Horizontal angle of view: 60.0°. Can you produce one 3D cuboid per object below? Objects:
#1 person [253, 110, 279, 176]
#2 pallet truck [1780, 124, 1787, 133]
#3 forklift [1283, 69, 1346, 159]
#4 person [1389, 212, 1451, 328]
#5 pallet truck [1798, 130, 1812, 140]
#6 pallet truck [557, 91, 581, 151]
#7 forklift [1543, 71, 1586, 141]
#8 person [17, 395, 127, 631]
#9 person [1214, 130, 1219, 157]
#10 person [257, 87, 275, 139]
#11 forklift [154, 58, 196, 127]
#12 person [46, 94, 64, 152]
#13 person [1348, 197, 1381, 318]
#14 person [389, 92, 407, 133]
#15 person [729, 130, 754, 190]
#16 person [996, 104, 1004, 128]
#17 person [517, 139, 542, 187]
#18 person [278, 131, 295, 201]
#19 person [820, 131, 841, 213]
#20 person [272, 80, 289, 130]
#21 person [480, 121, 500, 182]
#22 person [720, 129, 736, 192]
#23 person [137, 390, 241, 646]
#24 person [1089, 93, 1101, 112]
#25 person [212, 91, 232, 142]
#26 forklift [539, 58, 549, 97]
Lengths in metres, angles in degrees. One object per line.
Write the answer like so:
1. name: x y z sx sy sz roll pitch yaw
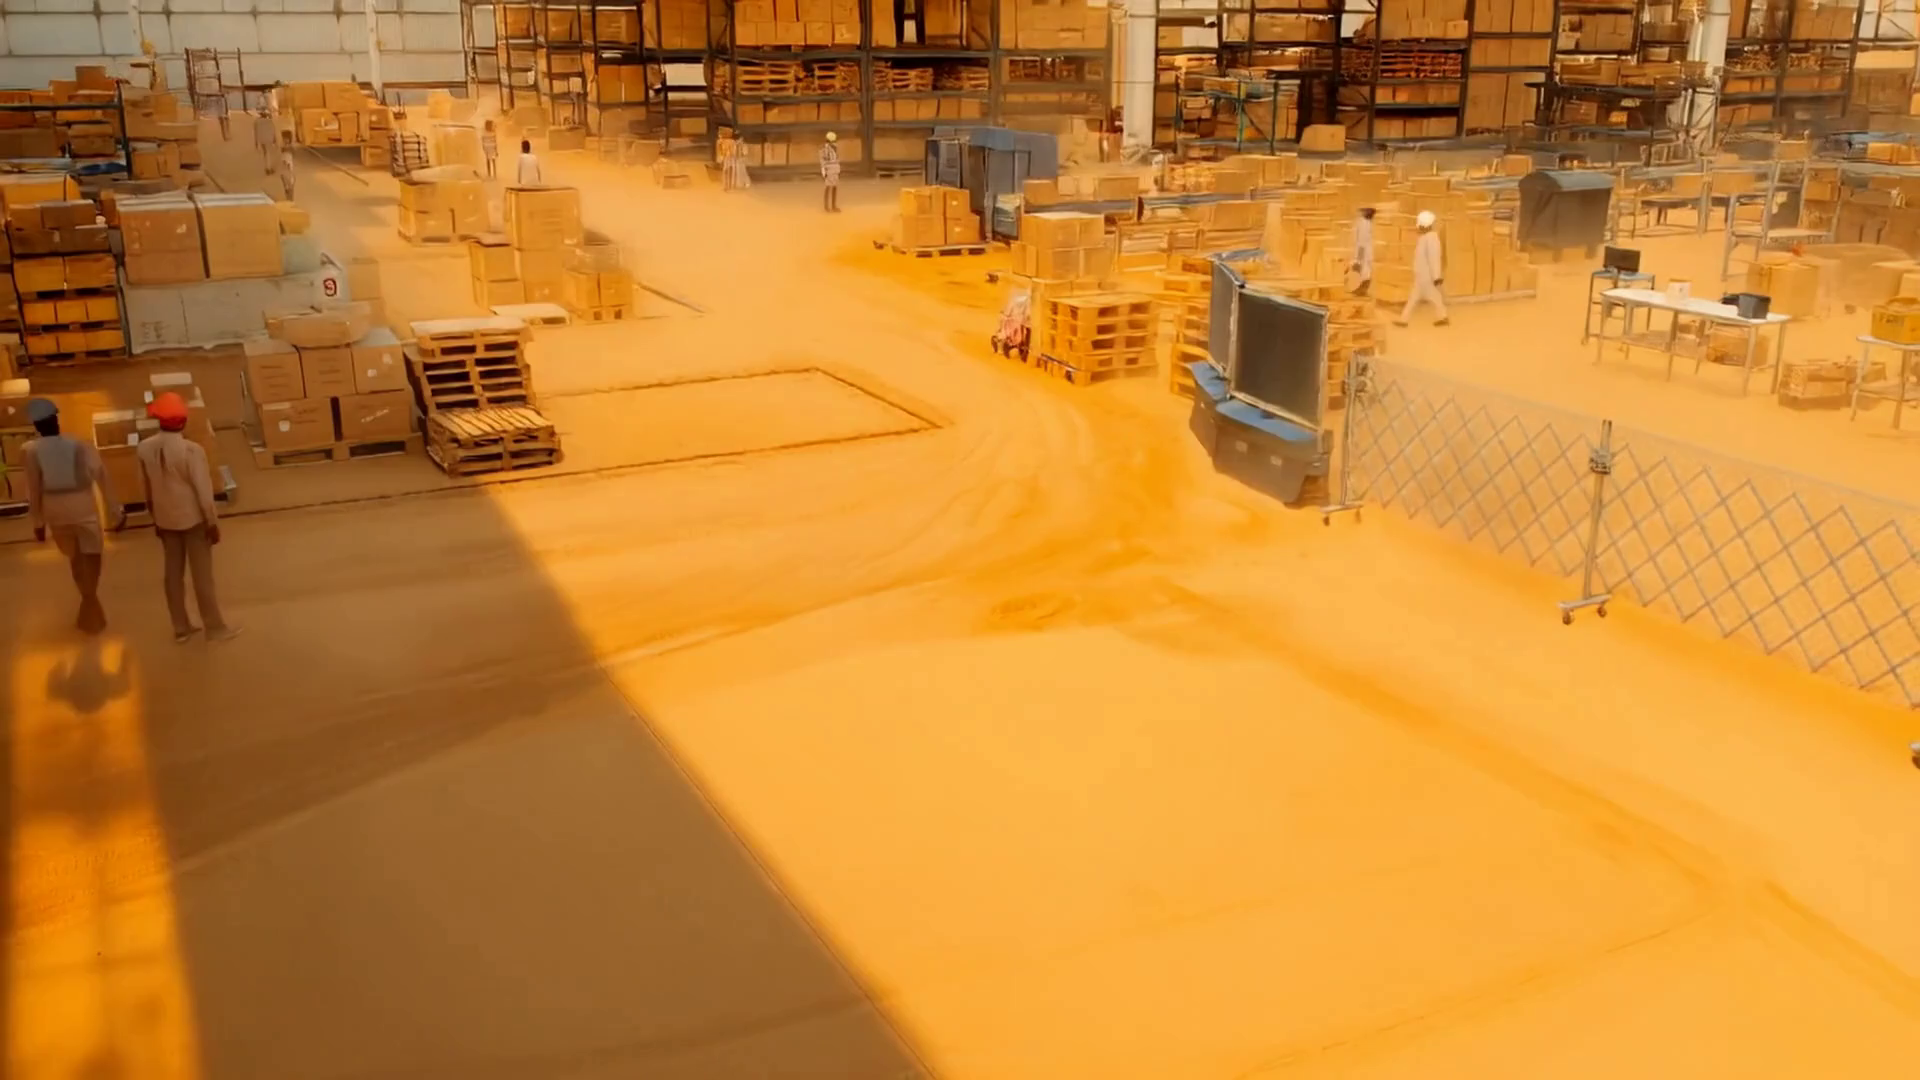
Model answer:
1. person: -20.273 -11.590 48.575 0.644 1.898 1.013 1 18 3
2. pallet truck: 25.206 -12.542 52.601 1.601 1.201 0.680 0 18 -2
3. forklift: 11.615 -13.871 54.079 1.129 2.768 1.873 -9 20 -27
4. person: 7.159 -4.140 25.525 0.966 1.782 0.604 1 18 2
5. pallet truck: 25.526 -11.556 49.408 1.630 1.274 0.653 -9 20 -26
6. pallet truck: -13.495 -14.412 57.188 0.823 1.965 1.885 -3 18 -9
7. forklift: 18.685 -13.231 52.085 1.873 2.768 1.129 -9 20 -26
8. person: -6.943 -0.203 13.037 0.647 1.903 0.595 -5 19 -16
9. person: 6.810 -10.269 44.925 0.880 1.584 0.514 -7 19 -20
10. person: -25.916 -15.934 62.128 0.592 1.891 0.941 -6 19 -19
11. forklift: -31.504 -17.653 65.870 1.873 2.768 1.129 -9 20 -26
12. person: -30.800 -14.154 56.478 0.372 1.940 0.630 -9 20 -26
13. person: 6.337 -4.457 26.304 0.512 1.910 0.544 4 18 12
14. person: -19.690 -14.729 58.324 0.591 1.911 0.390 -2 18 -6
15. person: -5.932 -10.266 44.908 0.841 1.596 0.528 -11 21 -31
16. person: 1.317 -13.650 55.312 0.375 1.680 0.555 -9 20 -27
17. person: -9.934 -8.325 38.450 0.533 1.853 0.578 -7 19 -21
18. person: -15.961 -8.717 39.509 0.383 1.957 0.606 -11 21 -31
19. person: -3.076 -8.813 39.832 0.551 1.934 0.373 -12 21 -33
20. person: -27.264 -17.345 66.383 0.890 1.958 0.652 0 18 -1
21. person: -13.277 -10.979 46.985 0.322 1.690 0.532 15 23 38
22. person: -6.189 -10.133 44.416 0.309 1.645 0.515 14 23 38
23. person: -5.955 -0.165 12.775 0.612 1.996 0.388 6 19 17
24. person: 5.344 -16.892 65.504 0.498 1.634 0.281 2 18 7
25. person: -27.009 -15.497 60.858 0.661 1.827 0.636 17 24 42
26. forklift: -16.329 -17.723 66.088 1.873 2.768 1.129 -9 20 -26
